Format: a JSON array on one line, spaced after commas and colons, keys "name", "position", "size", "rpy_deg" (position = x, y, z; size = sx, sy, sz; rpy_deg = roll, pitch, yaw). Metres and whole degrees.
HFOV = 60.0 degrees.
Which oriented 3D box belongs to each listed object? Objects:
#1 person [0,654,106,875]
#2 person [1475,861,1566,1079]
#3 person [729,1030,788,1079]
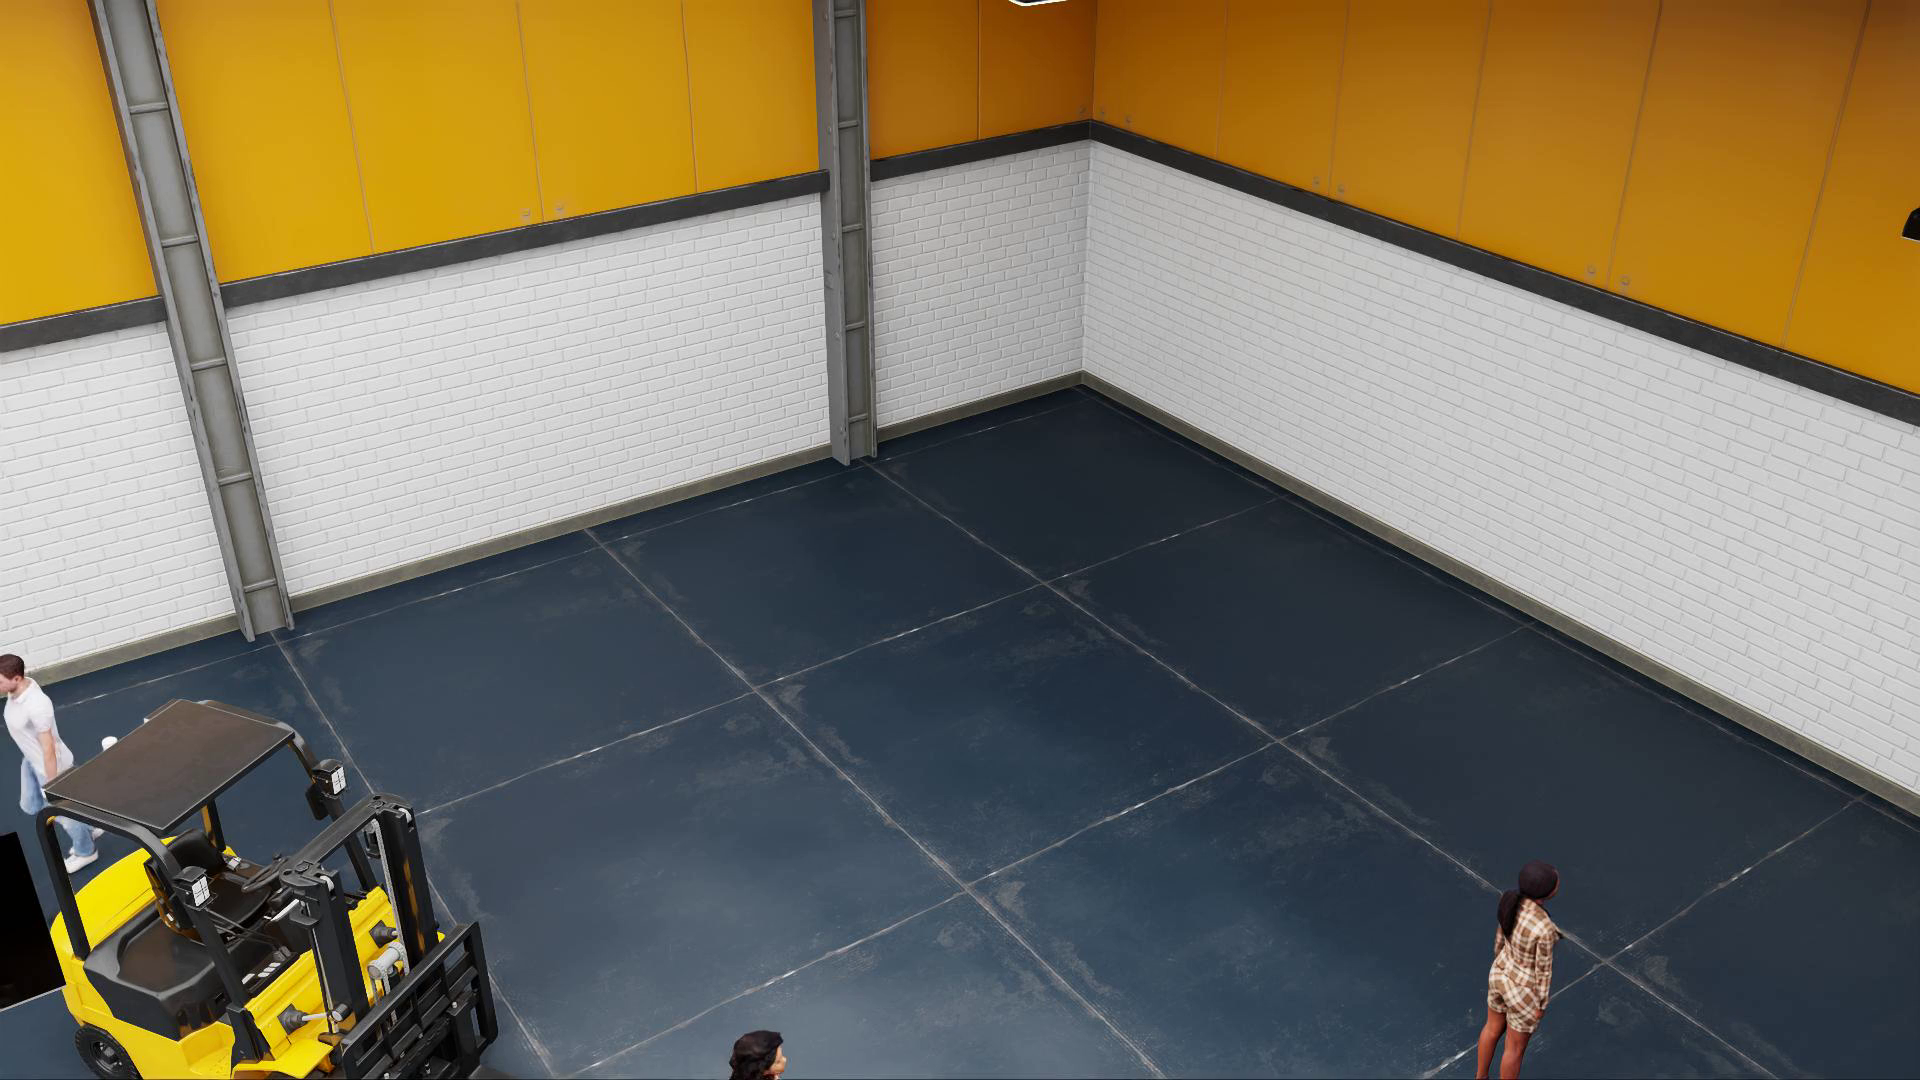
[{"name": "person", "position": [-6.061, 1.482, 11.238], "size": [0.743, 1.827, 0.760], "rpy_deg": [-23, 36, -36]}, {"name": "person", "position": [3.128, 2.531, 9.351], "size": [0.635, 1.795, 0.642], "rpy_deg": [-9, 30, -16]}, {"name": "person", "position": [-1.052, 3.138, 8.426], "size": [0.820, 1.613, 0.726], "rpy_deg": [-4, 29, -8]}]
